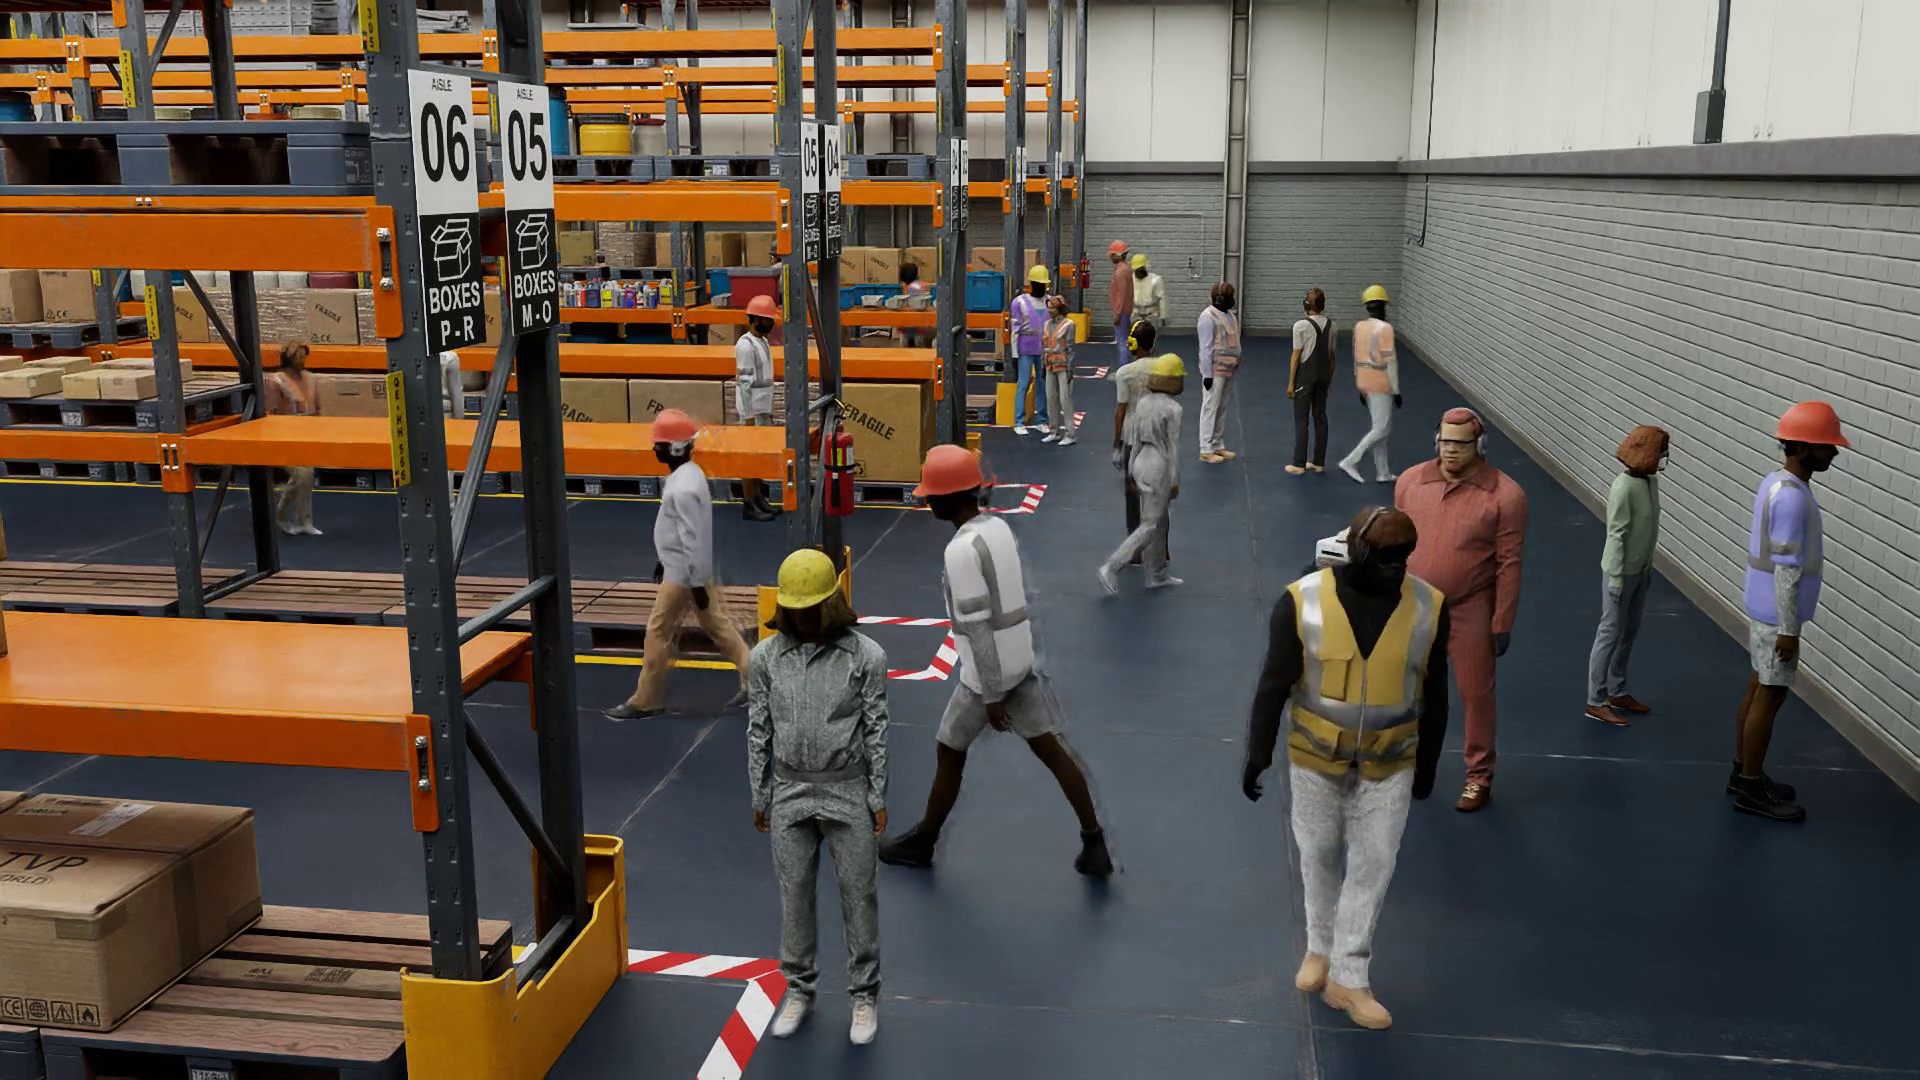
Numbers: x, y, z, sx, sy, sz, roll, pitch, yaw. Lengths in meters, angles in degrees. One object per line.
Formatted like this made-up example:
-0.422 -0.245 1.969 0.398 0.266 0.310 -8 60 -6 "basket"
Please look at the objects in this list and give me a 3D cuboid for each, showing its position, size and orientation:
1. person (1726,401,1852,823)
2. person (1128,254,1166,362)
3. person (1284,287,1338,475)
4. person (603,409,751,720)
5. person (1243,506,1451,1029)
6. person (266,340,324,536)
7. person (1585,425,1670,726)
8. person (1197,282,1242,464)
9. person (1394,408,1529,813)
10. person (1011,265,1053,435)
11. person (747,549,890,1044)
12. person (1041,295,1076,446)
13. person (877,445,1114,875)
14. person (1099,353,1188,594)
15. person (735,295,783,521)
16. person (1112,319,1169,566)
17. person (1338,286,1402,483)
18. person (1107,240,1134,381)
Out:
3.814 0.319 7.665 0.363 1.935 0.553 5 13 20 "person"
2.686 -3.274 24.234 0.612 1.796 0.814 2 13 10 "person"
3.460 -1.556 16.374 0.511 1.840 0.339 -6 14 -24 "person"
-1.484 0.131 9.051 0.879 1.710 0.563 -1 13 -3 "person"
1.358 0.776 5.879 0.723 1.816 0.548 2 13 9 "person"
-5.369 -0.808 13.467 0.350 1.621 0.552 4 13 17 "person"
3.625 0.182 9.003 0.278 1.627 0.508 11 17 41 "person"
2.671 -1.718 17.087 0.429 1.840 0.637 8 15 32 "person"
2.282 0.322 7.765 0.636 1.900 0.396 10 16 39 "person"
0.863 -2.144 18.849 0.592 1.917 0.400 -5 13 -22 "person"
-0.482 0.870 5.649 0.491 1.733 0.317 1 13 6 "person"
1.080 -1.856 18.190 0.313 1.630 0.524 -9 16 -36 "person"
0.175 0.527 6.947 1.077 1.864 0.603 6 14 26 "person"
1.295 -0.454 11.681 0.723 1.712 0.498 -6 14 -26 "person"
-1.709 -1.126 14.236 0.390 1.923 0.553 3 13 13 "person"
1.384 -0.731 12.600 0.508 1.860 0.333 -6 14 -26 "person"
3.934 -1.462 15.852 0.579 1.880 0.677 -3 13 -13 "person"
2.276 -3.262 23.706 0.400 1.989 0.623 3 13 12 "person"
